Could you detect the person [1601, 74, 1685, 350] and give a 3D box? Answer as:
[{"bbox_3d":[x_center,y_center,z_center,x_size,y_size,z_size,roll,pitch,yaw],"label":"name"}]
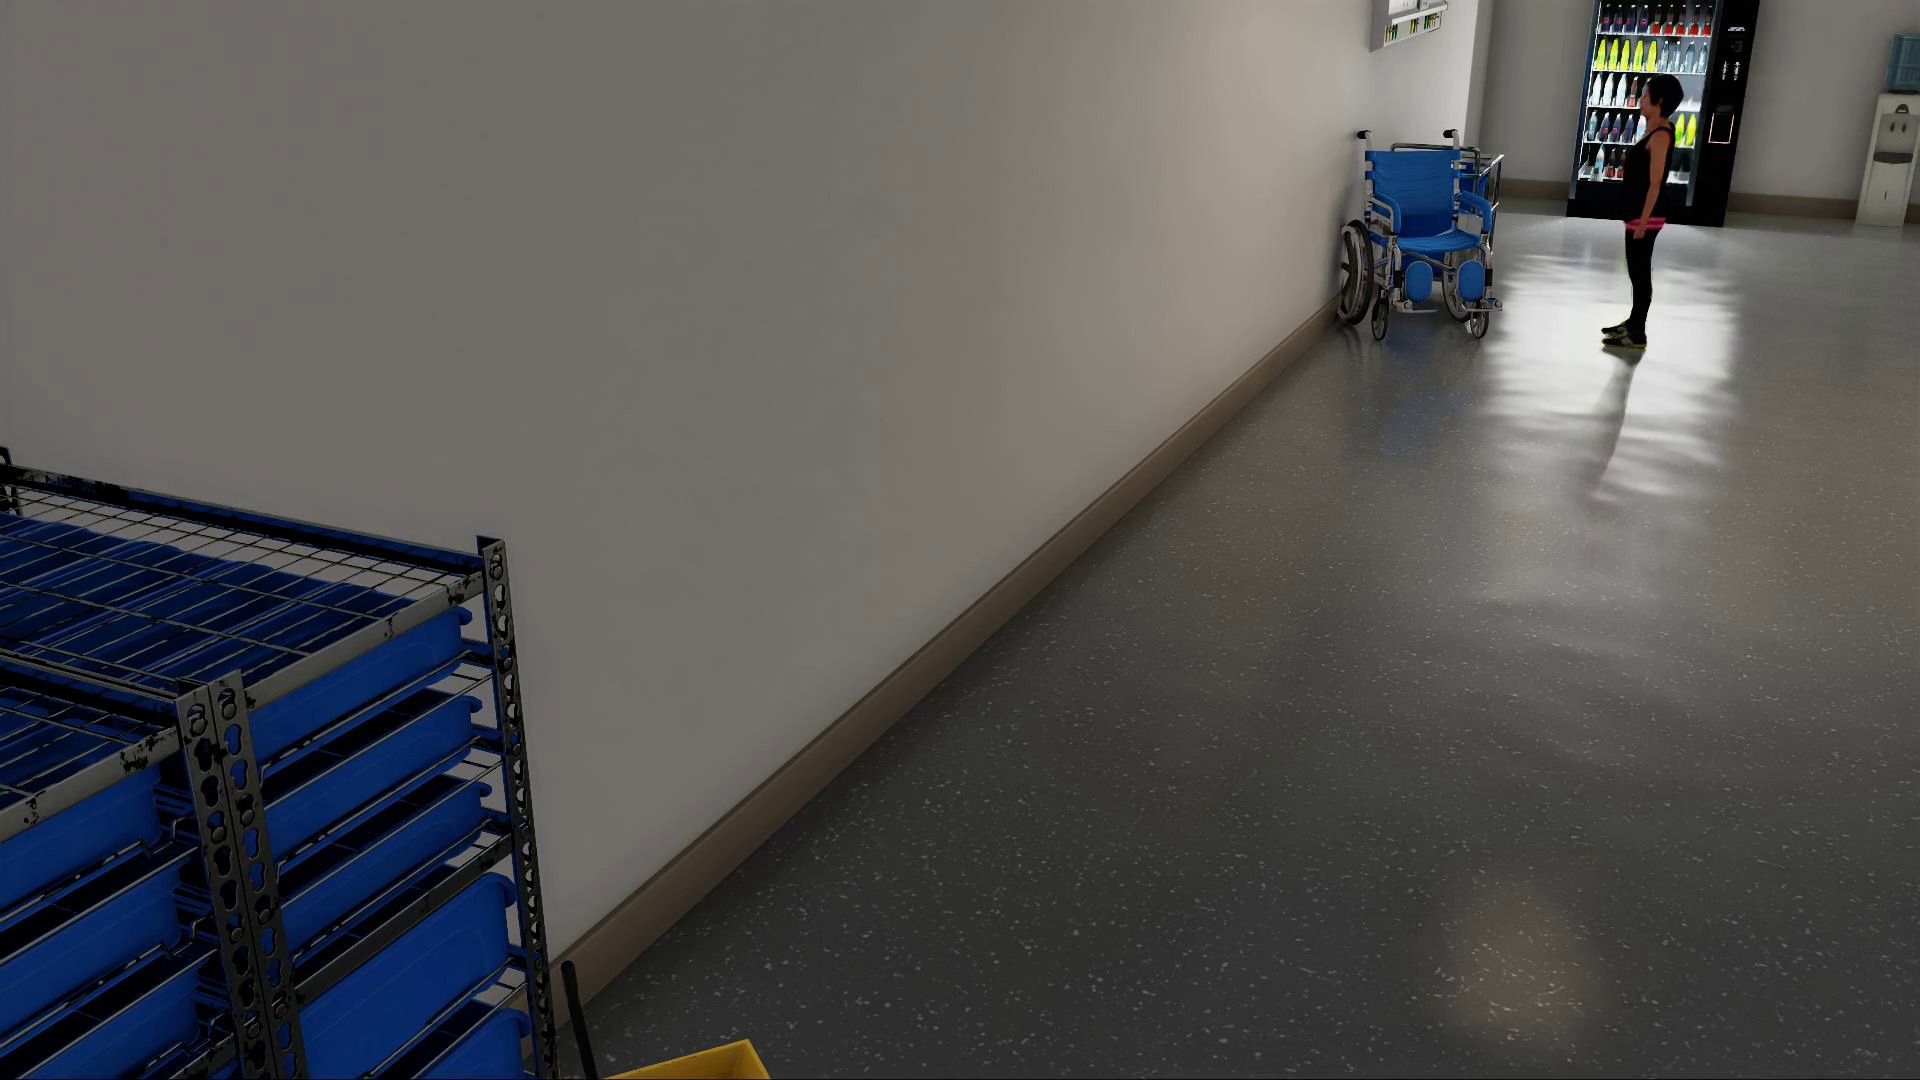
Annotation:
[{"bbox_3d":[3.979,-1.900,9.627,0.506,1.552,0.541,9,22,22],"label":"person"}]
